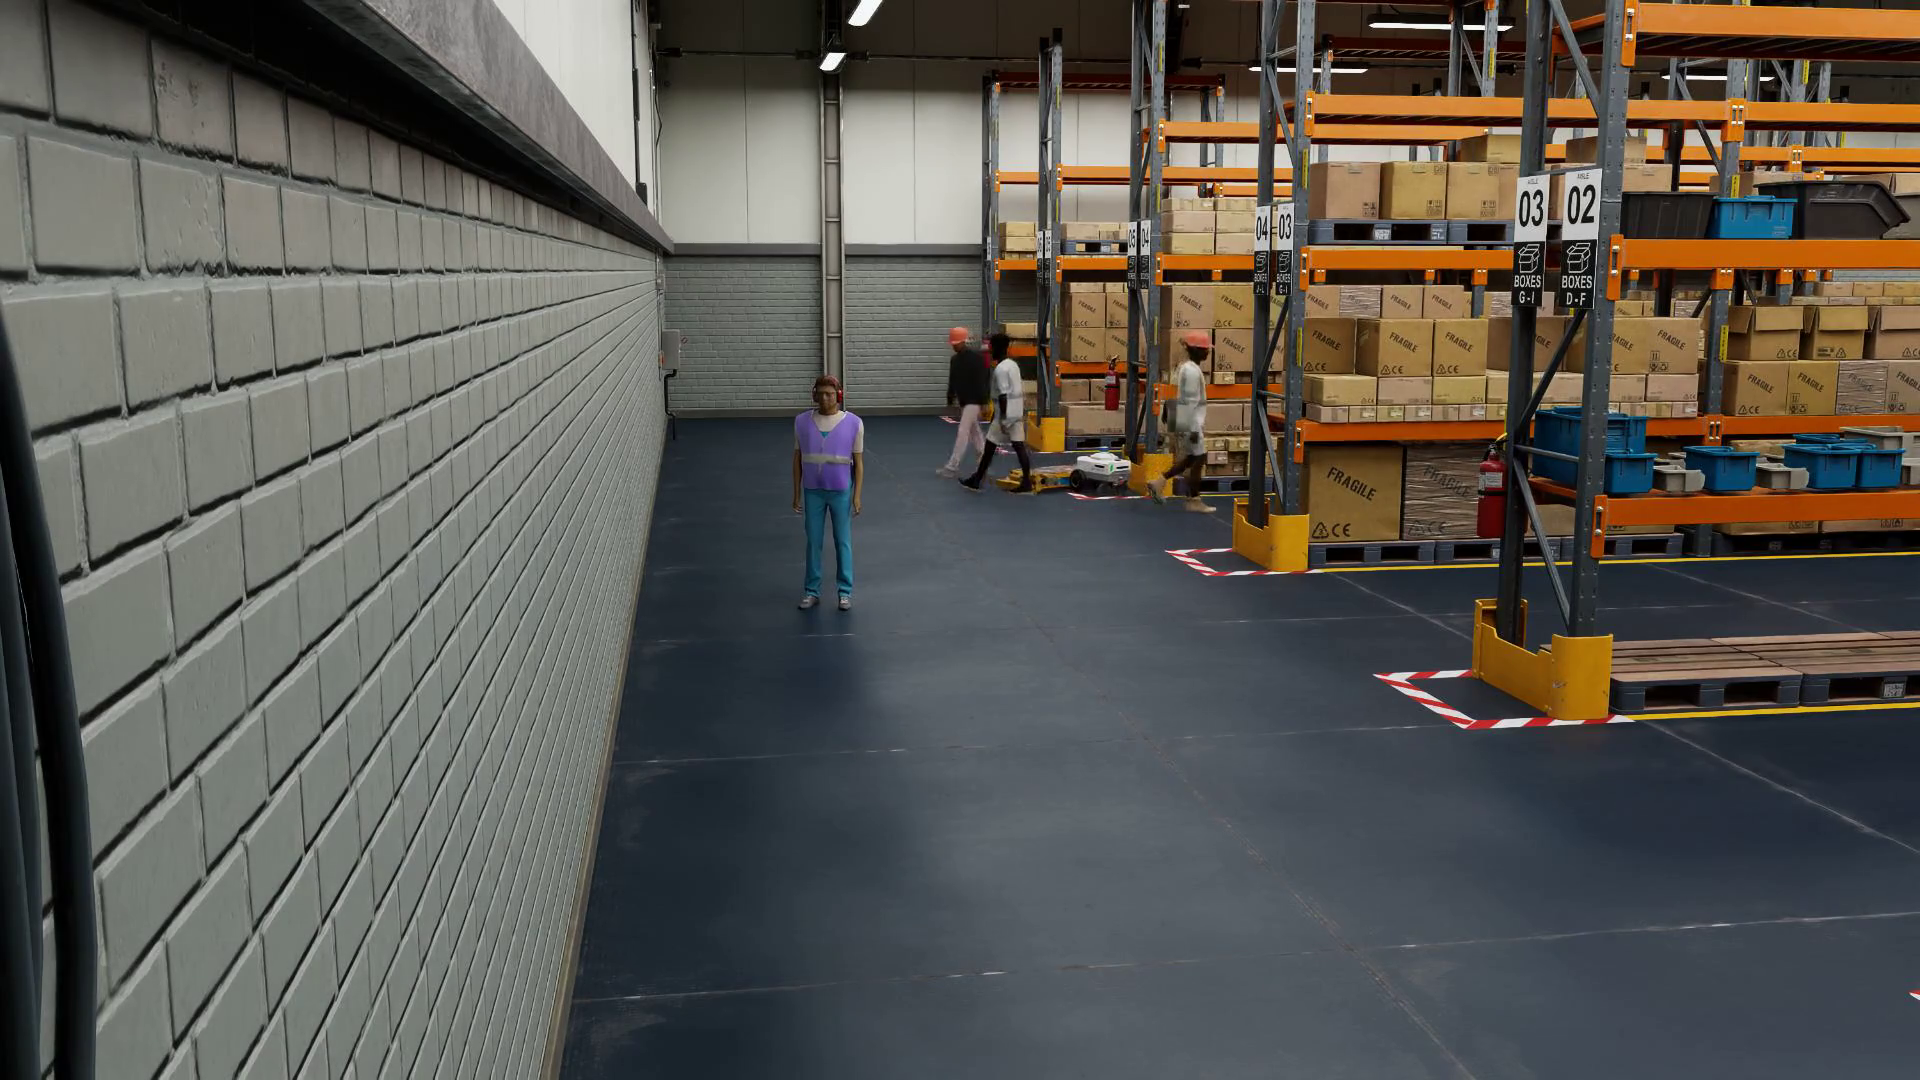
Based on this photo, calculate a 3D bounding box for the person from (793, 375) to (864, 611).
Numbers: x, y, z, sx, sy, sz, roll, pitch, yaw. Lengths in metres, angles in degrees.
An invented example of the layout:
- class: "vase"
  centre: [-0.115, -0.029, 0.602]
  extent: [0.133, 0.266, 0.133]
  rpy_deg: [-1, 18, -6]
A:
- class: "person"
  centre: [-1.030, -0.372, 13.034]
  extent: [0.567, 1.848, 0.389]
  rpy_deg: [1, 9, 8]

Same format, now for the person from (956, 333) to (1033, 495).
- class: "person"
  centre: [0.452, -1.484, 19.695]
  extent: [0.992, 1.913, 0.601]
  rpy_deg: [5, 10, 26]

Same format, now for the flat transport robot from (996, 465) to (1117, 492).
- class: "flat transport robot"
  centre: [1.209, -0.766, 20.316]
  extent: [1.431, 0.197, 0.652]
  rpy_deg: [-6, 11, -33]

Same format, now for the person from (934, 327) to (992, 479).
- class: "person"
  centre: [0.028, -1.740, 21.205]
  extent: [0.959, 1.926, 0.623]
  rpy_deg: [-5, 11, -29]

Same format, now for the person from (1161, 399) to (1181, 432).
- class: "person"
  centre: [2.665, -1.608, 20.637]
  extent: [0.333, 1.860, 0.510]
  rpy_deg: [-4, 10, -25]

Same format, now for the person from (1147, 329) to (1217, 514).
- class: "person"
  centre: [2.454, -1.285, 18.160]
  extent: [0.659, 2.026, 0.615]
  rpy_deg: [0, 9, 3]

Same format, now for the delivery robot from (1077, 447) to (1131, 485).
- class: "delivery robot"
  centre: [1.714, -0.869, 19.786]
  extent: [0.477, 0.478, 0.707]
  rpy_deg: [-6, 11, -33]
